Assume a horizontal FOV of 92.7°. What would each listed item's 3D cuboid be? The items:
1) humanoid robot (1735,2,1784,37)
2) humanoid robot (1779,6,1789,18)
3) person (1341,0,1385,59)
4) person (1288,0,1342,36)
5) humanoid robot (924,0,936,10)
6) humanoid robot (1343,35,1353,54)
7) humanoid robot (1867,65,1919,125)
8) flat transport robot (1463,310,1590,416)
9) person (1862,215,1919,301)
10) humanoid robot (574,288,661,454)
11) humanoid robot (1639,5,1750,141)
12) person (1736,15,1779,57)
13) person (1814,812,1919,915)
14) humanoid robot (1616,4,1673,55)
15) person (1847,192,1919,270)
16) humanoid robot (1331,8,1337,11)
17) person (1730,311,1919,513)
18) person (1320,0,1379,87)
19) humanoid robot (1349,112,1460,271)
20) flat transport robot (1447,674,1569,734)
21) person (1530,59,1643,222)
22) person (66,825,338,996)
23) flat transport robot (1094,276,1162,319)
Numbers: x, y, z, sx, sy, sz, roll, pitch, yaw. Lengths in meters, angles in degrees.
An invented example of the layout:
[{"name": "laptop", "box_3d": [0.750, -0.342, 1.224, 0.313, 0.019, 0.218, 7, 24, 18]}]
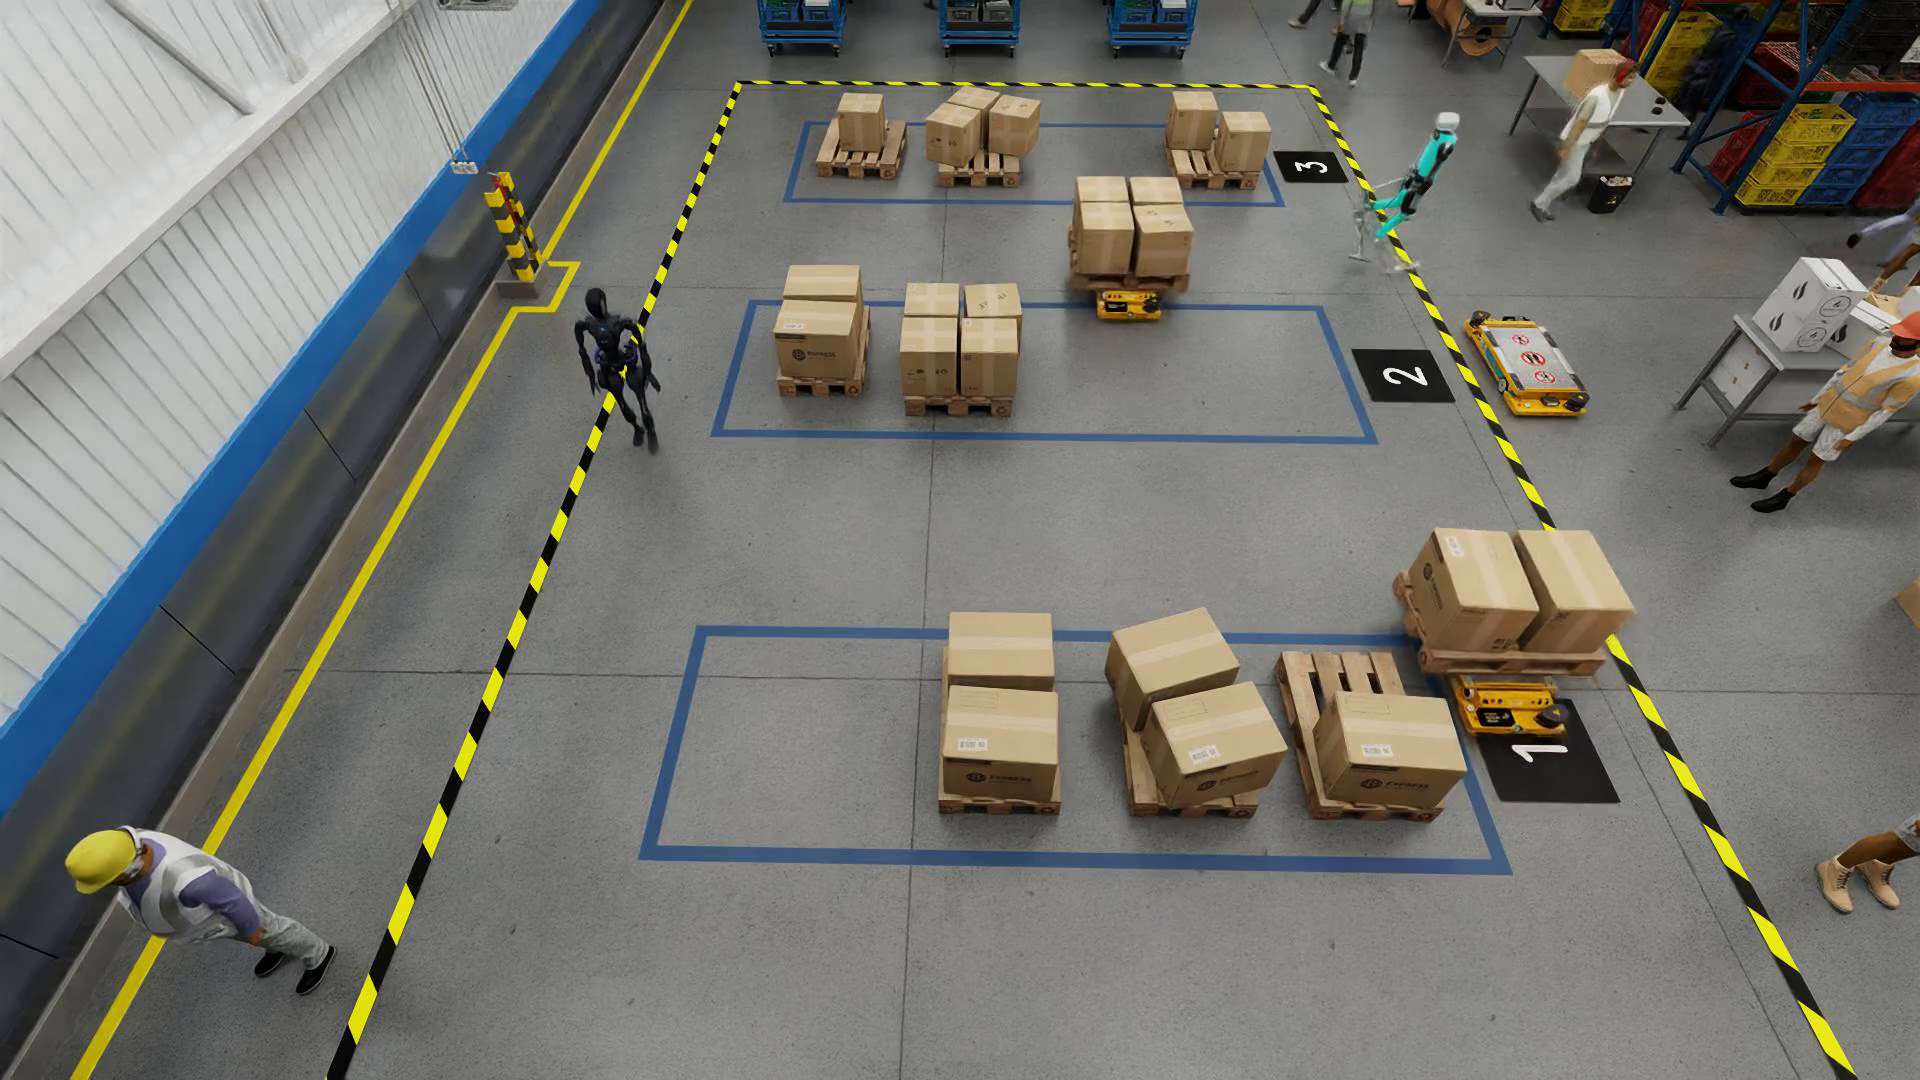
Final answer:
[{"name": "humanoid robot", "box_3d": [11.484, -7.628, 13.237, 0.702, 1.891, 0.540, 5, 49, 4]}, {"name": "humanoid robot", "box_3d": [12.121, -8.014, 13.534, 0.332, 1.649, 0.601, -4, 49, -3]}, {"name": "person", "box_3d": [6.096, -8.095, 13.564, 0.485, 1.743, 0.294, 21, 52, 17]}, {"name": "person", "box_3d": [5.808, -8.774, 14.125, 0.980, 1.789, 0.509, 12, 50, 10]}, {"name": "humanoid robot", "box_3d": [-0.280, -9.401, 14.779, 0.615, 1.626, 0.788, -32, 56, -24]}, {"name": "humanoid robot", "box_3d": [6.004, -8.188, 13.685, 0.311, 1.654, 0.608, 19, 52, 16]}, {"name": "humanoid robot", "box_3d": [11.803, -5.695, 11.526, 0.377, 1.644, 0.610, 9, 50, 8]}, {"name": "flat transport robot", "box_3d": [5.573, -1.757, 9.054, 0.659, 0.231, 1.431, 1, 49, 1]}, {"name": "person", "box_3d": [10.003, -3.222, 9.150, 0.614, 2.041, 0.379, 28, 55, 22]}, {"name": "humanoid robot", "box_3d": [-2.905, -1.427, 7.837, 0.588, 1.640, 0.455, -7, 49, -6]}, {"name": "humanoid robot", "box_3d": [9.555, -6.024, 11.856, 0.761, 1.649, 0.601, 8, 50, 7]}, {"name": "person", "box_3d": [12.114, -8.090, 13.484, 0.505, 1.861, 0.329, -1, 49, -1]}, {"name": "person", "box_3d": [5.647, 1.522, 5.041, 0.606, 2.048, 0.365, -3, 49, -2]}, {"name": "humanoid robot", "box_3d": [9.817, -7.456, 13.020, 0.930, 1.754, 0.565, -15, 51, -13]}, {"name": "person", "box_3d": [10.382, -3.685, 9.745, 0.639, 1.739, 0.531, 8, 50, 6]}, {"name": "humanoid robot", "box_3d": [6.446, -9.459, 14.769, 0.667, 1.828, 0.539, 1, 49, 1]}, {"name": "person", "box_3d": [6.995, -0.998, 7.294, 0.353, 1.938, 0.542, -2, 49, -1]}, {"name": "person", "box_3d": [5.624, -7.418, 12.947, 0.661, 1.811, 0.849, -8, 50, -7]}, {"name": "humanoid robot", "box_3d": [4.636, -3.648, 9.712, 0.987, 1.740, 0.530, 11, 50, 10]}, {"name": "flat transport robot", "box_3d": [3.915, 0.767, 6.851, 0.652, 0.197, 1.431, 1, 49, 1]}, {"name": "person", "box_3d": [7.050, -4.496, 10.397, 0.568, 1.821, 0.472, -29, 55, -23]}, {"name": "person", "box_3d": [-3.934, 1.948, 4.820, 0.588, 1.822, 0.403, 17, 51, 14]}, {"name": "flat transport robot", "box_3d": [1.798, -2.930, 10.051, 0.652, 0.197, 1.431, 1, 49, 1]}]
